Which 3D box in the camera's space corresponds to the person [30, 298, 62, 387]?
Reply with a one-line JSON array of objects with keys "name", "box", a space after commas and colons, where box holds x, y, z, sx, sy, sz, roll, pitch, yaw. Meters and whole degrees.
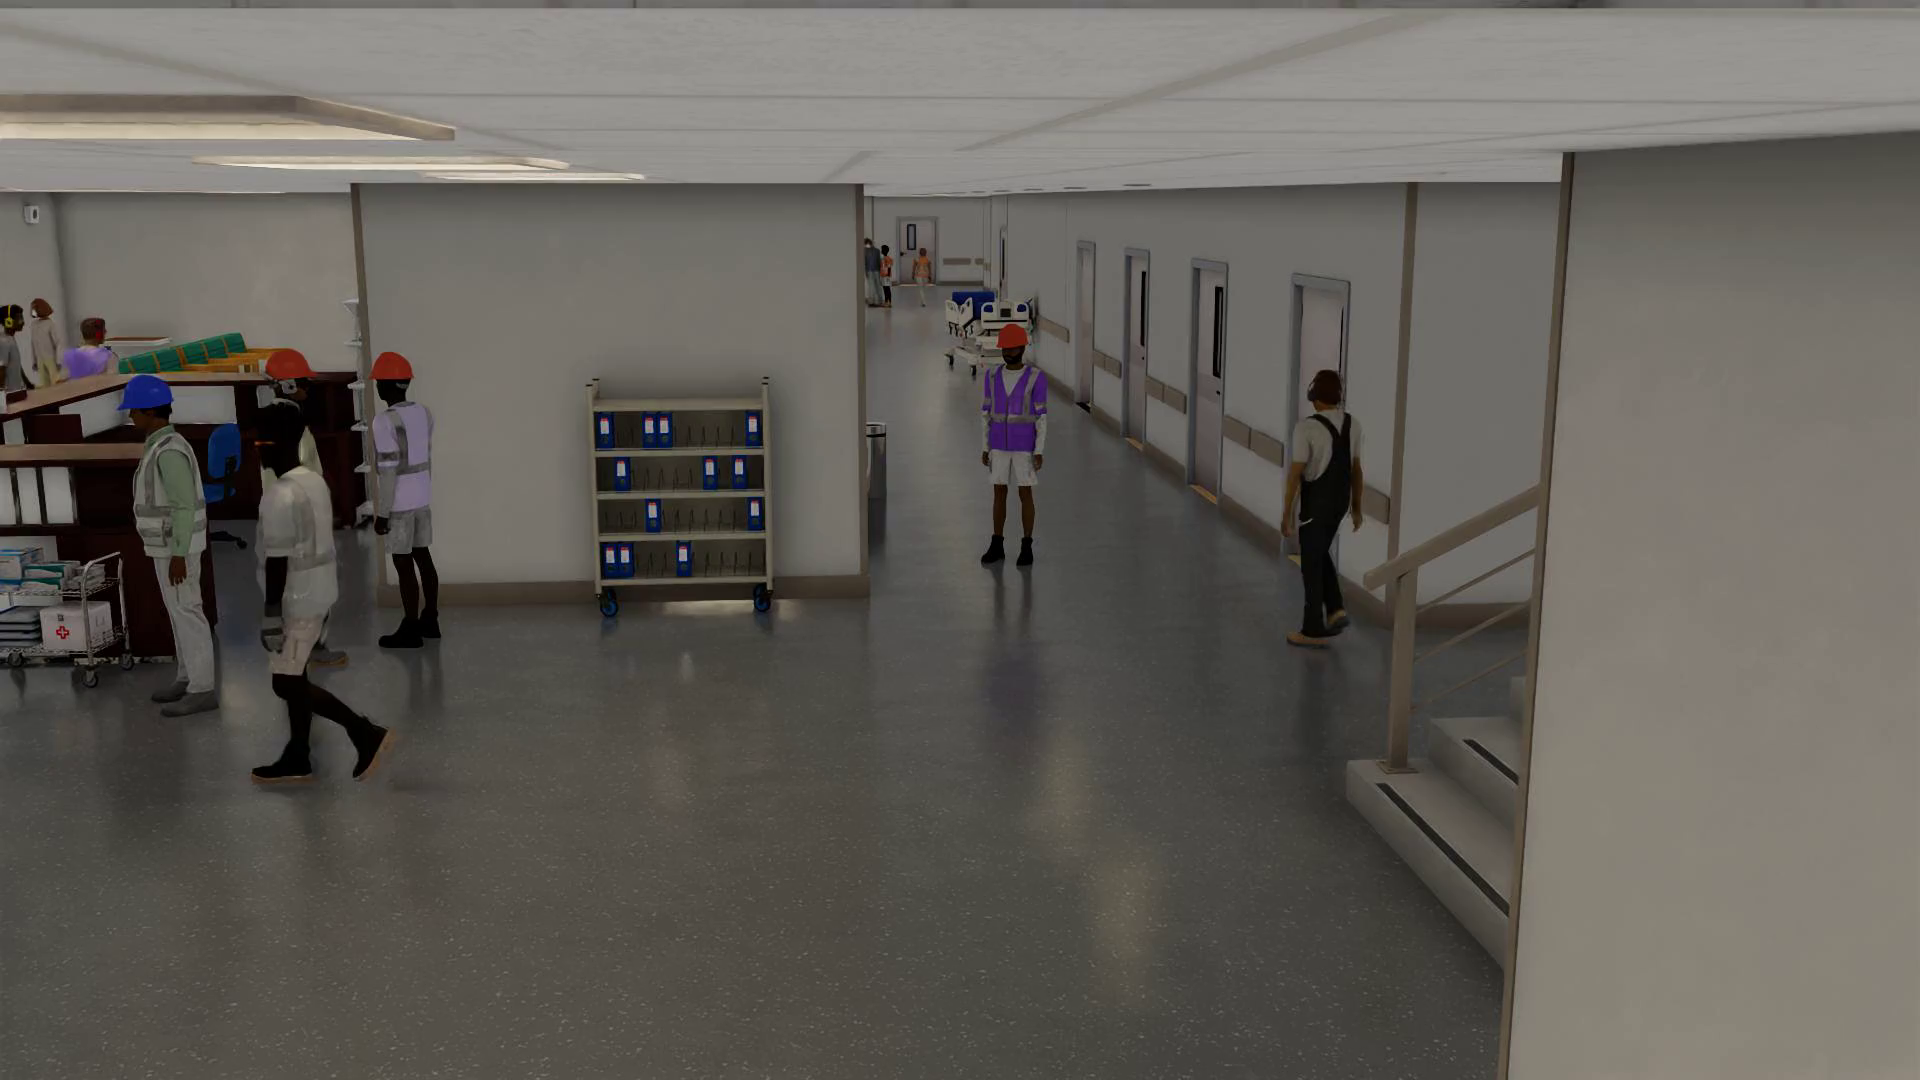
[{"name": "person", "box": [-12.017, -2.355, 21.874, 0.528, 1.631, 0.299, 5, 13, 24]}]

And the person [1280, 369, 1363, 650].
[{"name": "person", "box": [2.352, -0.196, 10.863, 0.618, 1.817, 0.419, -6, 13, -29]}]

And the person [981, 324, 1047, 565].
[{"name": "person", "box": [0.421, -0.762, 13.334, 0.542, 1.939, 0.359, 5, 12, 21]}]

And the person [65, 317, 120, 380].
[{"name": "person", "box": [-8.313, -1.238, 16.009, 0.583, 1.803, 0.955, 4, 12, 20]}]

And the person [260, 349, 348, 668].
[{"name": "person", "box": [-4.162, -0.196, 10.431, 0.378, 1.995, 0.609, -9, 15, -38]}]

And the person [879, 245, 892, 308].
[{"name": "person", "box": [-2.028, -7.186, 45.322, 0.315, 1.695, 0.541, -5, 12, -21]}]

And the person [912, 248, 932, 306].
[{"name": "person", "box": [-1.053, -7.265, 45.963, 0.516, 1.589, 0.876, -3, 12, -16]}]

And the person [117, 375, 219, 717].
[{"name": "person", "box": [-4.487, 0.029, 9.452, 0.398, 1.943, 0.616, -7, 14, -31]}]

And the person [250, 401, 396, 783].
[{"name": "person", "box": [-3.209, 0.286, 8.198, 0.672, 1.945, 0.620, -1, 12, -4]}]

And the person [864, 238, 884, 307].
[{"name": "person", "box": [-2.403, -7.294, 45.407, 0.690, 1.886, 0.409, -8, 14, -34]}]

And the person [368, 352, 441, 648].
[{"name": "person", "box": [-3.652, -0.258, 10.876, 0.358, 1.938, 0.542, 3, 12, 14]}]
